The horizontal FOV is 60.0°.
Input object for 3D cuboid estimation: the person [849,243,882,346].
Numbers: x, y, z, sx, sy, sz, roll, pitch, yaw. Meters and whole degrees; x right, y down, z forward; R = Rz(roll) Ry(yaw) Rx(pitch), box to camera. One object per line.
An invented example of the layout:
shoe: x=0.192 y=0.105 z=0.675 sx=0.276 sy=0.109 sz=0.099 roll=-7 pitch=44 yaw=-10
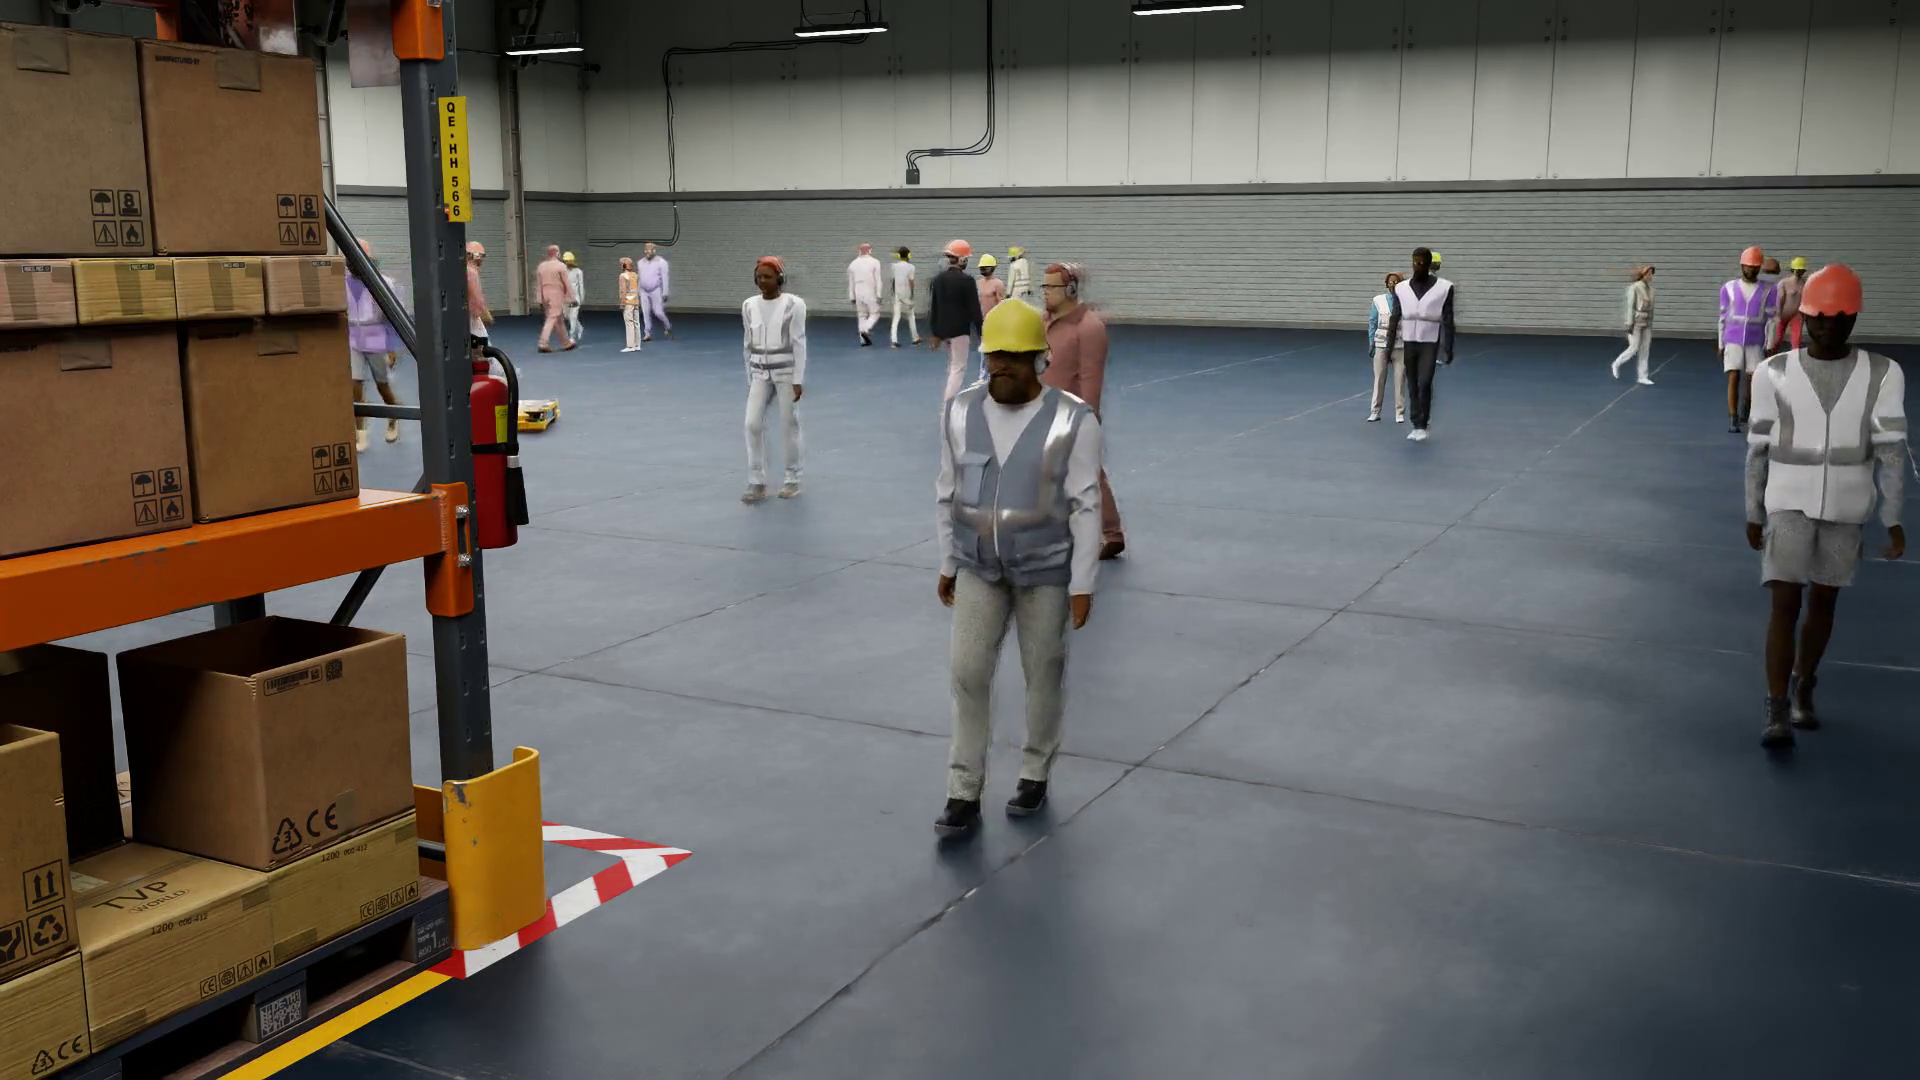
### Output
person: x=-1.730 y=-4.462 z=30.297 sx=0.660 sy=1.887 sz=0.525 roll=5 pitch=12 yaw=27

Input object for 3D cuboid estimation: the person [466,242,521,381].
person: x=-6.613 y=-3.084 z=22.682 sx=1.079 sy=1.916 sz=0.634 roll=-3 pitch=11 yaw=-16

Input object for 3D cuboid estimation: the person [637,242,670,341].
person: x=-5.884 y=-4.765 z=31.948 sx=0.662 sy=1.888 sz=0.625 roll=4 pitch=11 yaw=19

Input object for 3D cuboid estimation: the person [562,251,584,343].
person: x=-7.301 y=-4.580 z=31.396 sx=0.488 sy=1.725 sz=0.644 roll=3 pitch=11 yaw=16

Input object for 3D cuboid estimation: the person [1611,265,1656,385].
person: x=9.255 y=-2.942 z=22.705 sx=0.527 sy=1.624 sz=0.531 roll=-6 pitch=12 yaw=-28

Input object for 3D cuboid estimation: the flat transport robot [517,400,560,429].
flat transport robot: x=-4.679 y=-1.348 z=17.722 sx=0.652 sy=0.197 sz=1.431 roll=-1 pitch=10 yaw=-7

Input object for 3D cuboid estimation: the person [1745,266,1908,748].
person: x=3.399 y=-0.114 z=6.548 sx=0.570 sy=1.891 sz=0.941 roll=4 pitch=11 yaw=20

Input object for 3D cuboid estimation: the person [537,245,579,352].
person: x=-7.043 y=-4.195 z=28.958 sx=0.649 sy=1.852 sz=1.039 roll=8 pitch=13 yaw=36

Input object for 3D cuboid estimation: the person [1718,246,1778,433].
person: x=8.130 y=-2.075 z=17.218 sx=0.544 sy=1.919 sz=0.641 roll=5 pitch=11 yaw=25

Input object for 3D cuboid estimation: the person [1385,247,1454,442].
person: x=4.470 y=-1.901 z=16.286 sx=0.633 sy=1.892 sz=0.736 roll=7 pitch=12 yaw=33

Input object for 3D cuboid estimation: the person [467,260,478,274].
person: x=-10.646 y=-5.351 z=35.904 sx=0.513 sy=1.646 sz=0.370 roll=-4 pitch=11 yaw=-22

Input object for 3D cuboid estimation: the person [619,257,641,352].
person: x=-5.743 y=-4.080 z=28.882 sx=0.314 sy=1.641 sz=0.515 roll=4 pitch=11 yaw=20

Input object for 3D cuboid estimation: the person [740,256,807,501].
person: x=-1.439 y=-1.214 z=12.666 sx=0.592 sy=1.859 sz=0.752 roll=4 pitch=11 yaw=19

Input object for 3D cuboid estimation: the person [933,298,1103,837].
person: x=0.151 y=0.107 z=5.582 sx=0.627 sy=1.804 sz=0.759 roll=4 pitch=11 yaw=20

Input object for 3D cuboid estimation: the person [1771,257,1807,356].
person: x=12.418 y=-3.381 z=24.904 sx=0.525 sy=1.702 sz=0.908 roll=1 pitch=10 yaw=4

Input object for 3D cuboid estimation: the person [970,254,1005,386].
person: x=0.380 y=-2.917 z=22.200 sx=0.327 sy=1.769 sz=0.525 roll=-9 pitch=14 yaw=-40

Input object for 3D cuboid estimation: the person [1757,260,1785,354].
person: x=13.911 y=-3.994 z=28.536 sx=0.530 sy=1.586 sz=0.840 roll=9 pitch=14 yaw=41

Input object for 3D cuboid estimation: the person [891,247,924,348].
person: x=-1.004 y=-4.387 z=30.084 sx=0.530 sy=1.816 sz=0.977 roll=6 pitch=12 yaw=28

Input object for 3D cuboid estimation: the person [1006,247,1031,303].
person: x=1.209 y=-5.132 z=34.266 sx=0.406 sy=1.782 sz=0.659 roll=9 pitch=14 yaw=42

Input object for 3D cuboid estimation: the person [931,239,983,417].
person: x=0.000 y=-2.217 z=17.809 sx=0.525 sy=1.971 sz=0.621 roll=-8 pitch=13 yaw=-36

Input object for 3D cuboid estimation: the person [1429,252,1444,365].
person: x=7.406 y=-3.607 z=25.965 sx=0.489 sy=1.750 sz=0.555 roll=0 pitch=10 yaw=1

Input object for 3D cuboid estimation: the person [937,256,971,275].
person: x=-0.094 y=-4.513 z=30.525 sx=0.625 sy=1.909 sz=0.758 roll=1 pitch=10 yaw=7

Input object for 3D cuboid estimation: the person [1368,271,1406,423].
person: x=4.688 y=-2.094 z=18.057 sx=0.511 sy=1.640 sz=0.308 roll=4 pitch=11 yaw=23

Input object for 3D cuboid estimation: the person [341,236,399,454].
person: x=-5.586 y=-1.852 z=15.720 sx=0.610 sy=2.020 sz=0.908 roll=0 pitch=10 yaw=-1

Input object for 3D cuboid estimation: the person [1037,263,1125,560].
person: x=0.650 y=-0.756 z=10.176 sx=0.985 sy=1.862 sz=0.661 roll=-8 pitch=13 yaw=-38
